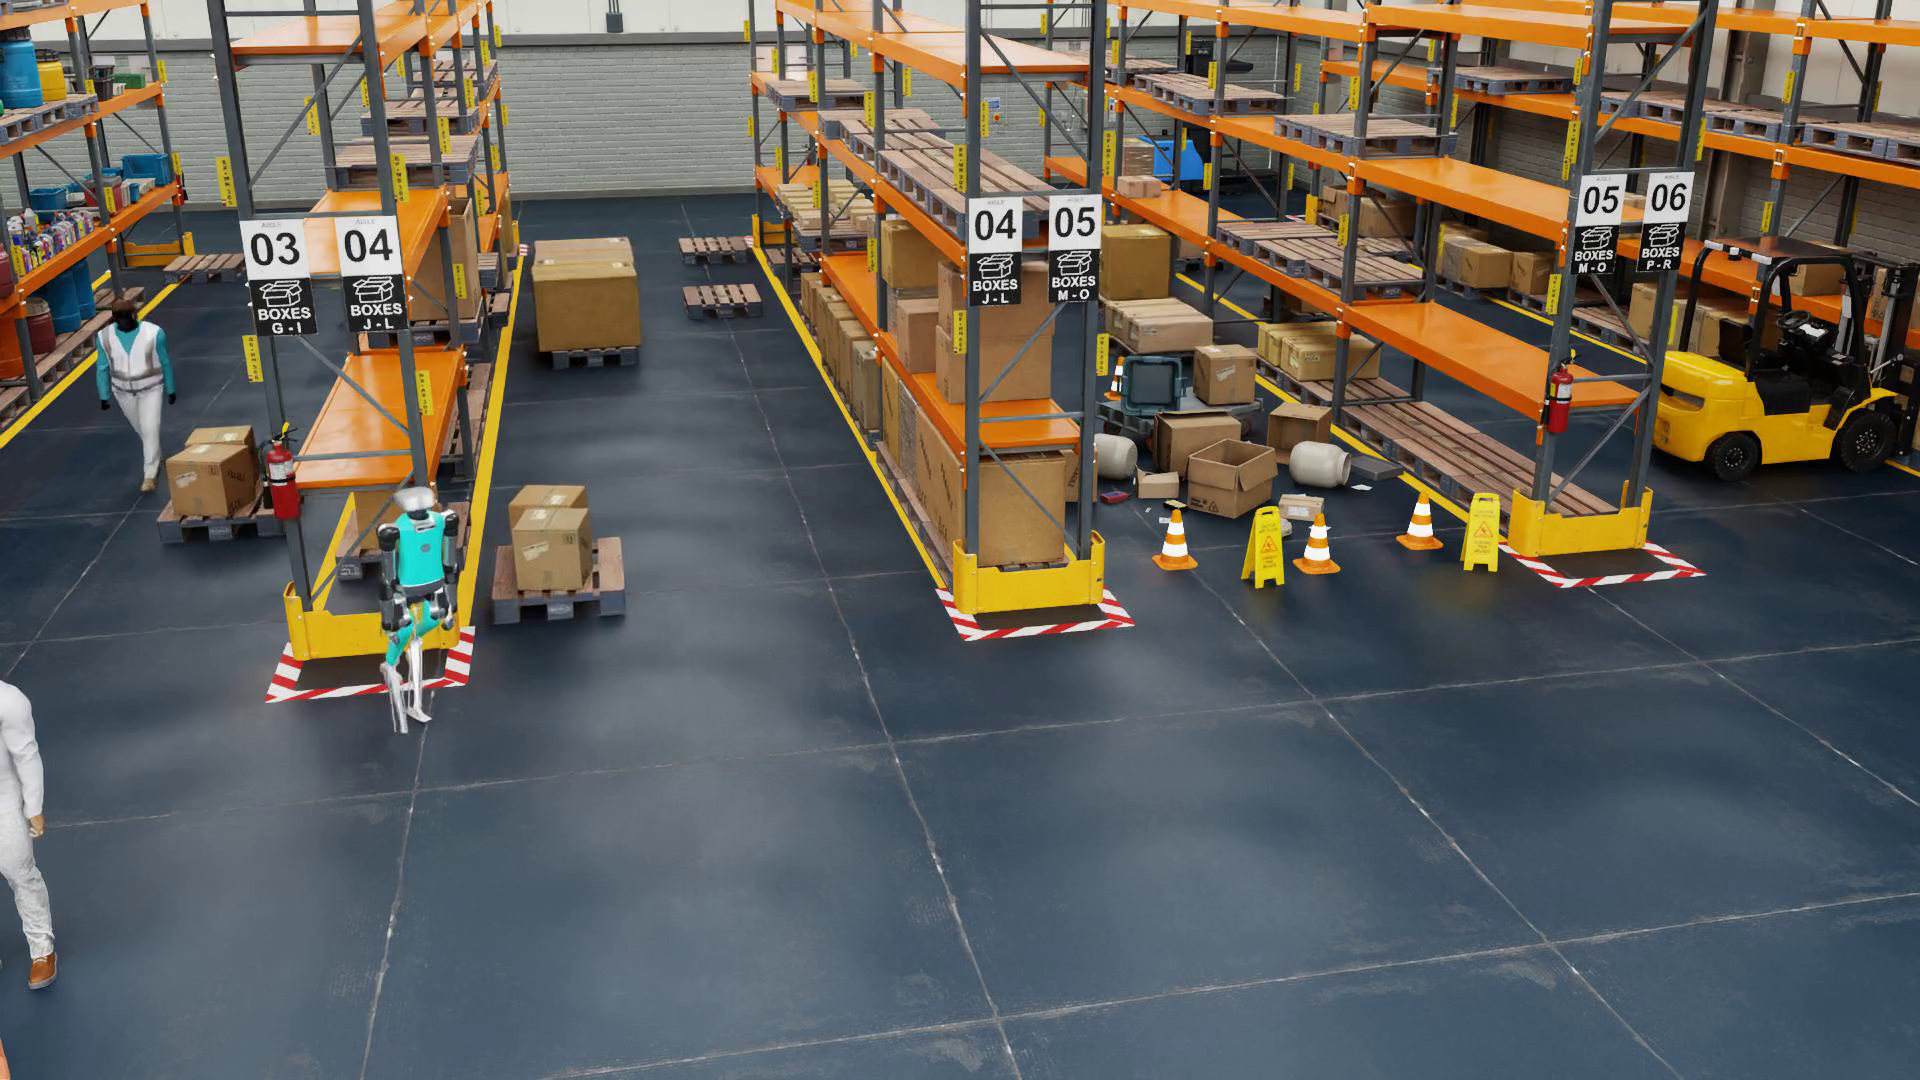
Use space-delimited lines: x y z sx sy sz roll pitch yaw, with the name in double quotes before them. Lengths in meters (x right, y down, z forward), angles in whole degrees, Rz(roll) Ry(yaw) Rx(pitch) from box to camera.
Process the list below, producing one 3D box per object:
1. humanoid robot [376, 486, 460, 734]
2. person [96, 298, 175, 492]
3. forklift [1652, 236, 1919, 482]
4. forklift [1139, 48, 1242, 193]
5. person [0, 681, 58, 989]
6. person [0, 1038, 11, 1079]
"humanoid robot" -3.613 0.461 10.918 0.545 1.811 0.811 -18 27 -39
"person" -7.849 -1.429 15.864 0.642 1.793 0.969 -3 21 -8
"forklift" 8.013 -1.814 16.330 2.313 2.155 1.214 -4 21 -12
"forklift" 4.566 -8.313 32.860 1.873 2.768 1.129 -4 21 -12
"person" -4.845 1.337 8.206 0.634 1.937 0.355 -4 21 -12
"person" -3.751 2.136 6.096 0.524 1.909 0.359 -4 21 -12
